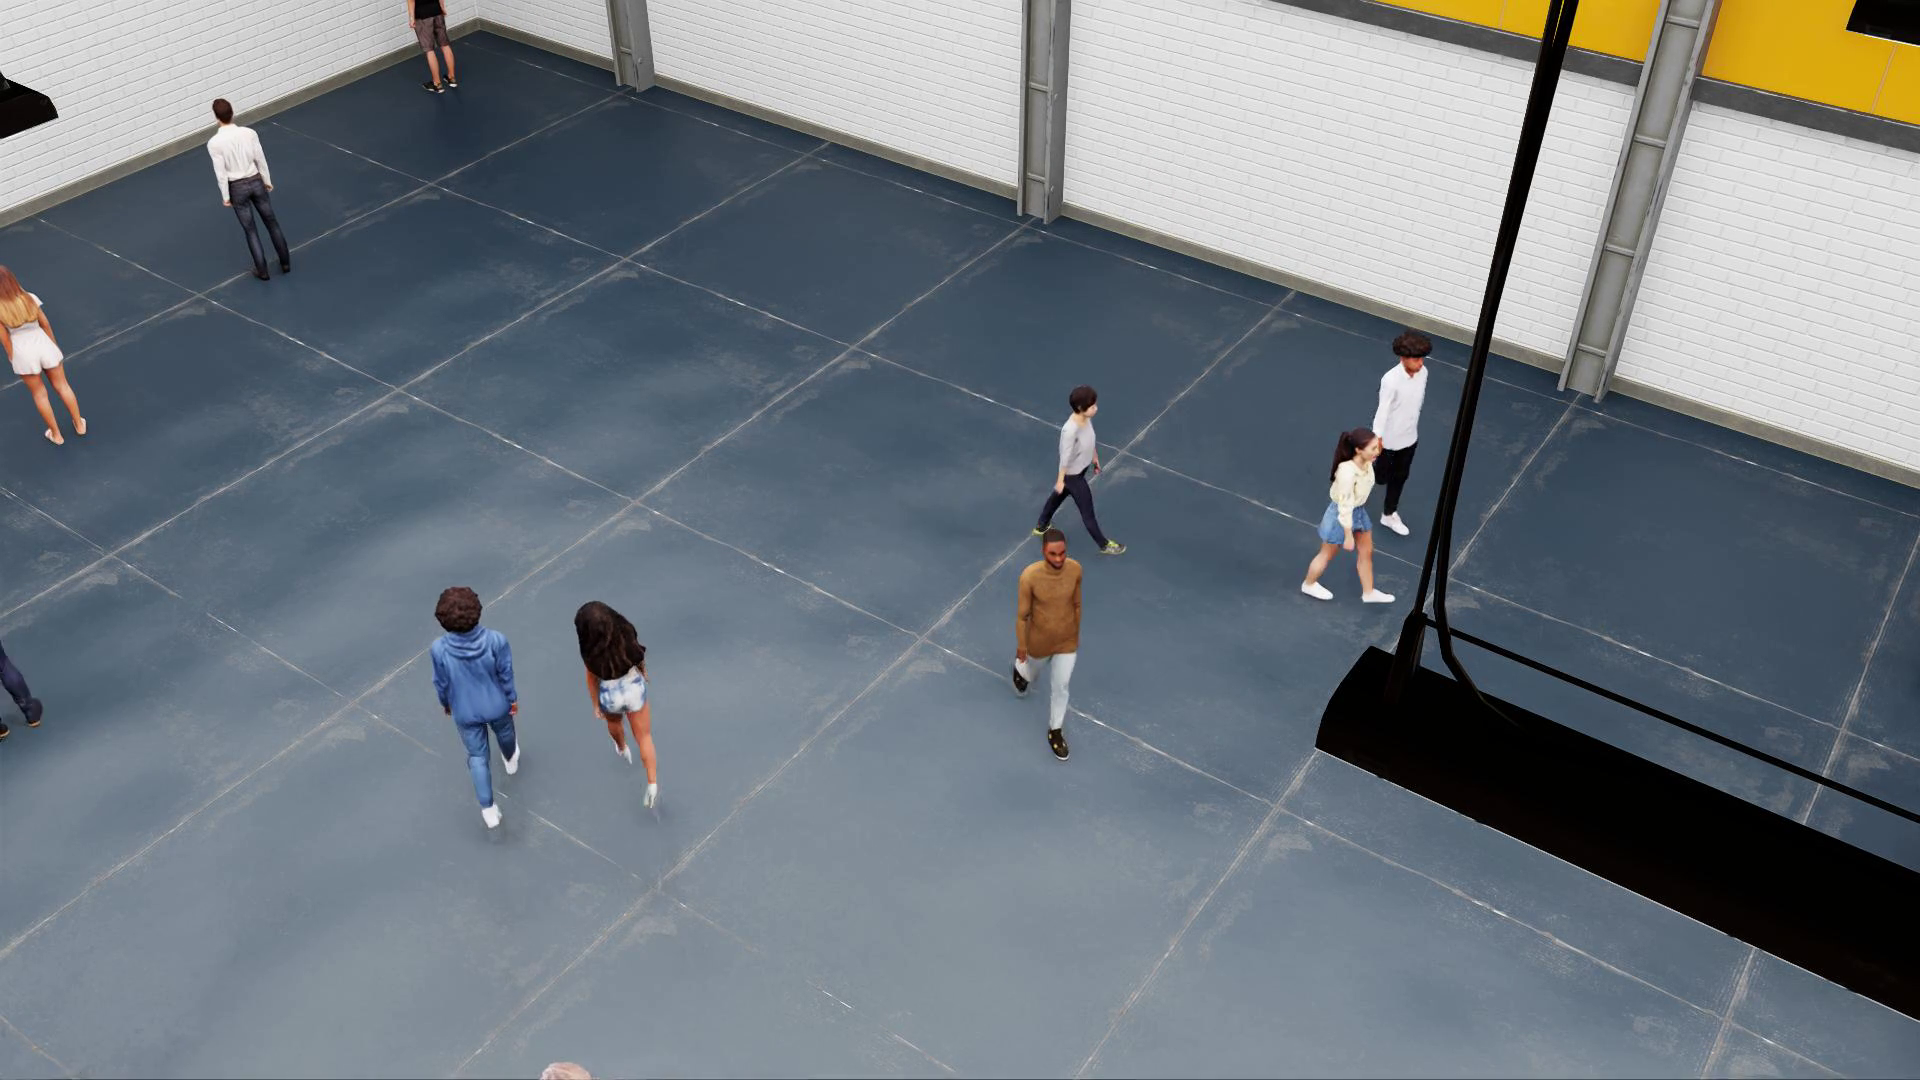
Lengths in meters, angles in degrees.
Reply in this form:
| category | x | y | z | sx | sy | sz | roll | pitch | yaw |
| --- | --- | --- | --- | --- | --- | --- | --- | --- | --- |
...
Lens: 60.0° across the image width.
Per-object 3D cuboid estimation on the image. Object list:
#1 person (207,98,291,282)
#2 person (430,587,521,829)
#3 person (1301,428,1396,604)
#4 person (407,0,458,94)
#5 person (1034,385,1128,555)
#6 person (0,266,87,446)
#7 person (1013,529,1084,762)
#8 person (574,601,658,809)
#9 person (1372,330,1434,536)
| category | x | y | z | sx | sy | sz | roll | pitch | yaw |
| --- | --- | --- | --- | --- | --- | --- | --- | --- | --- |
| person | -7.079 | -3.482 | 16.523 | 0.717 | 1.869 | 0.621 | -29 | 47 | -31 |
| person | -3.133 | 1.106 | 10.847 | 1.112 | 1.783 | 1.217 | -10 | 40 | -13 |
| person | 2.843 | -0.190 | 12.612 | 0.941 | 1.607 | 0.687 | 20 | 43 | 23 |
| person | -6.448 | -6.371 | 20.147 | 0.612 | 1.861 | 0.692 | 29 | 47 | 31 |
| person | 0.830 | -0.565 | 13.160 | 1.077 | 1.508 | 0.727 | 14 | 41 | 17 |
| person | -7.964 | -1.595 | 14.300 | 0.629 | 1.696 | 0.639 | -27 | 46 | -30 |
| person | 0.586 | 0.614 | 11.453 | 1.055 | 1.796 | 1.186 | -11 | 40 | -13 |
| person | -2.205 | 1.103 | 11.016 | 0.912 | 1.578 | 1.105 | -17 | 42 | -20 |
| person | 3.450 | -0.907 | 13.360 | 0.874 | 1.792 | 1.076 | -22 | 44 | -25 |
